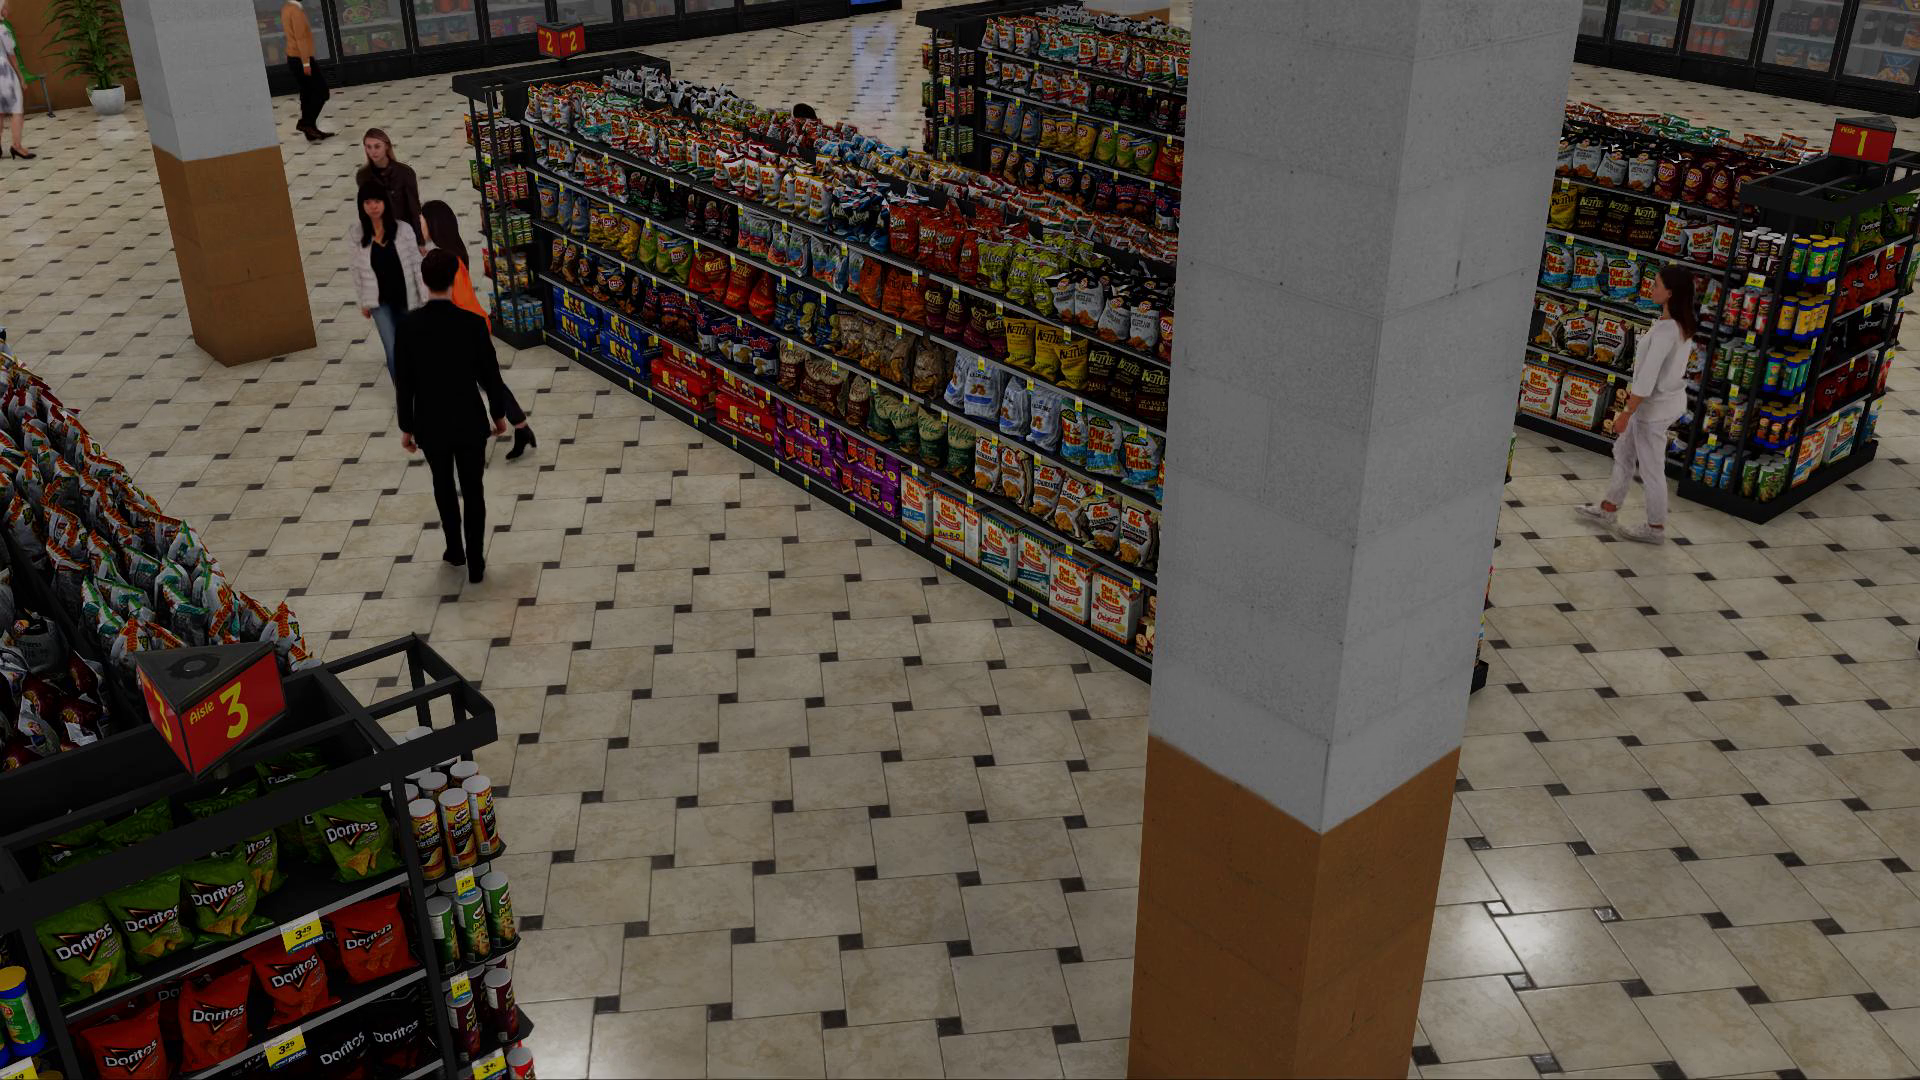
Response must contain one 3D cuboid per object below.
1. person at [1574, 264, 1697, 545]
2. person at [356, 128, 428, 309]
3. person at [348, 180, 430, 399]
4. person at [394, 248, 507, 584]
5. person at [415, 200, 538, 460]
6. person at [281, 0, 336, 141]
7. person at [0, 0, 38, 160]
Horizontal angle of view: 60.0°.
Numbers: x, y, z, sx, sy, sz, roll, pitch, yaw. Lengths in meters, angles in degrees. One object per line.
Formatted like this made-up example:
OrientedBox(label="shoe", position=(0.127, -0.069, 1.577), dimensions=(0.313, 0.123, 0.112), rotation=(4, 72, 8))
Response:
OrientedBox(label="person", position=(4.092, -0.749, 9.569), dimensions=(0.871, 1.672, 0.753), rotation=(16, 31, 29))
OrientedBox(label="person", position=(-4.228, -2.281, 12.592), dimensions=(0.972, 1.671, 1.170), rotation=(-4, 27, -8))
OrientedBox(label="person", position=(-3.917, -1.687, 11.504), dimensions=(0.855, 1.596, 1.133), rotation=(-10, 29, -19))
OrientedBox(label="person", position=(-2.786, -0.616, 9.091), dimensions=(0.828, 1.867, 0.815), rotation=(-8, 28, -16))
OrientedBox(label="person", position=(-3.057, -1.287, 10.596), dimensions=(0.995, 1.703, 1.053), rotation=(-10, 28, -18))
OrientedBox(label="person", position=(-7.365, -5.300, 18.459), dimensions=(0.769, 1.749, 0.633), rotation=(-15, 31, -28))
OrientedBox(label="person", position=(-10.269, -4.920, 17.742), dimensions=(0.726, 1.720, 0.897), rotation=(5, 27, 10))
